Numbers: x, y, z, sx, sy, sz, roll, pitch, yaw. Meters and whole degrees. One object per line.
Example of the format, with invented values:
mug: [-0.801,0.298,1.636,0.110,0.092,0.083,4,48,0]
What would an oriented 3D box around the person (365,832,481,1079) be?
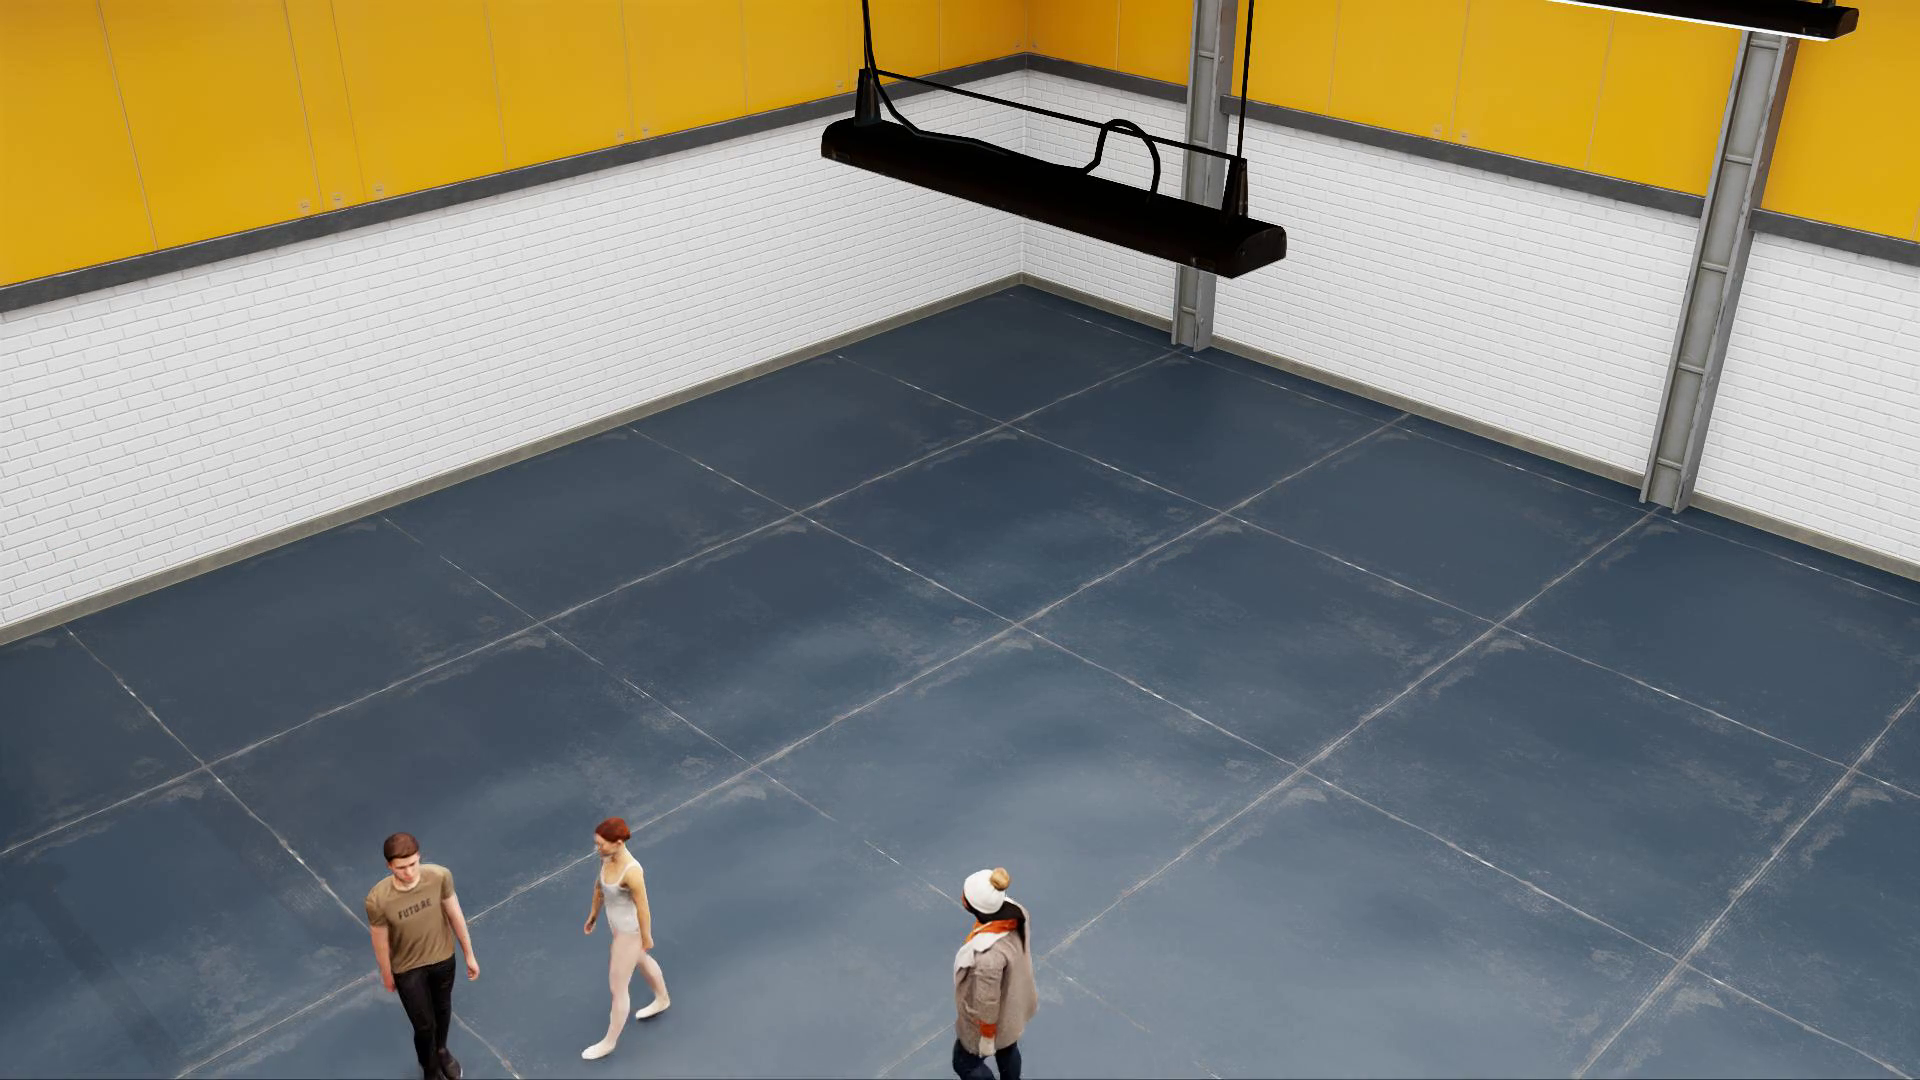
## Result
person: [-3.156,2.403,9.709,0.686,1.838,0.755,-22,36,-35]

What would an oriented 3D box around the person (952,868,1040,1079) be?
person: [0.284,2.598,9.301,0.821,1.886,0.820,11,31,20]

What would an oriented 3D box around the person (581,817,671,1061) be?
person: [-1.950,2.314,10.099,0.720,1.620,0.868,-19,34,-30]
